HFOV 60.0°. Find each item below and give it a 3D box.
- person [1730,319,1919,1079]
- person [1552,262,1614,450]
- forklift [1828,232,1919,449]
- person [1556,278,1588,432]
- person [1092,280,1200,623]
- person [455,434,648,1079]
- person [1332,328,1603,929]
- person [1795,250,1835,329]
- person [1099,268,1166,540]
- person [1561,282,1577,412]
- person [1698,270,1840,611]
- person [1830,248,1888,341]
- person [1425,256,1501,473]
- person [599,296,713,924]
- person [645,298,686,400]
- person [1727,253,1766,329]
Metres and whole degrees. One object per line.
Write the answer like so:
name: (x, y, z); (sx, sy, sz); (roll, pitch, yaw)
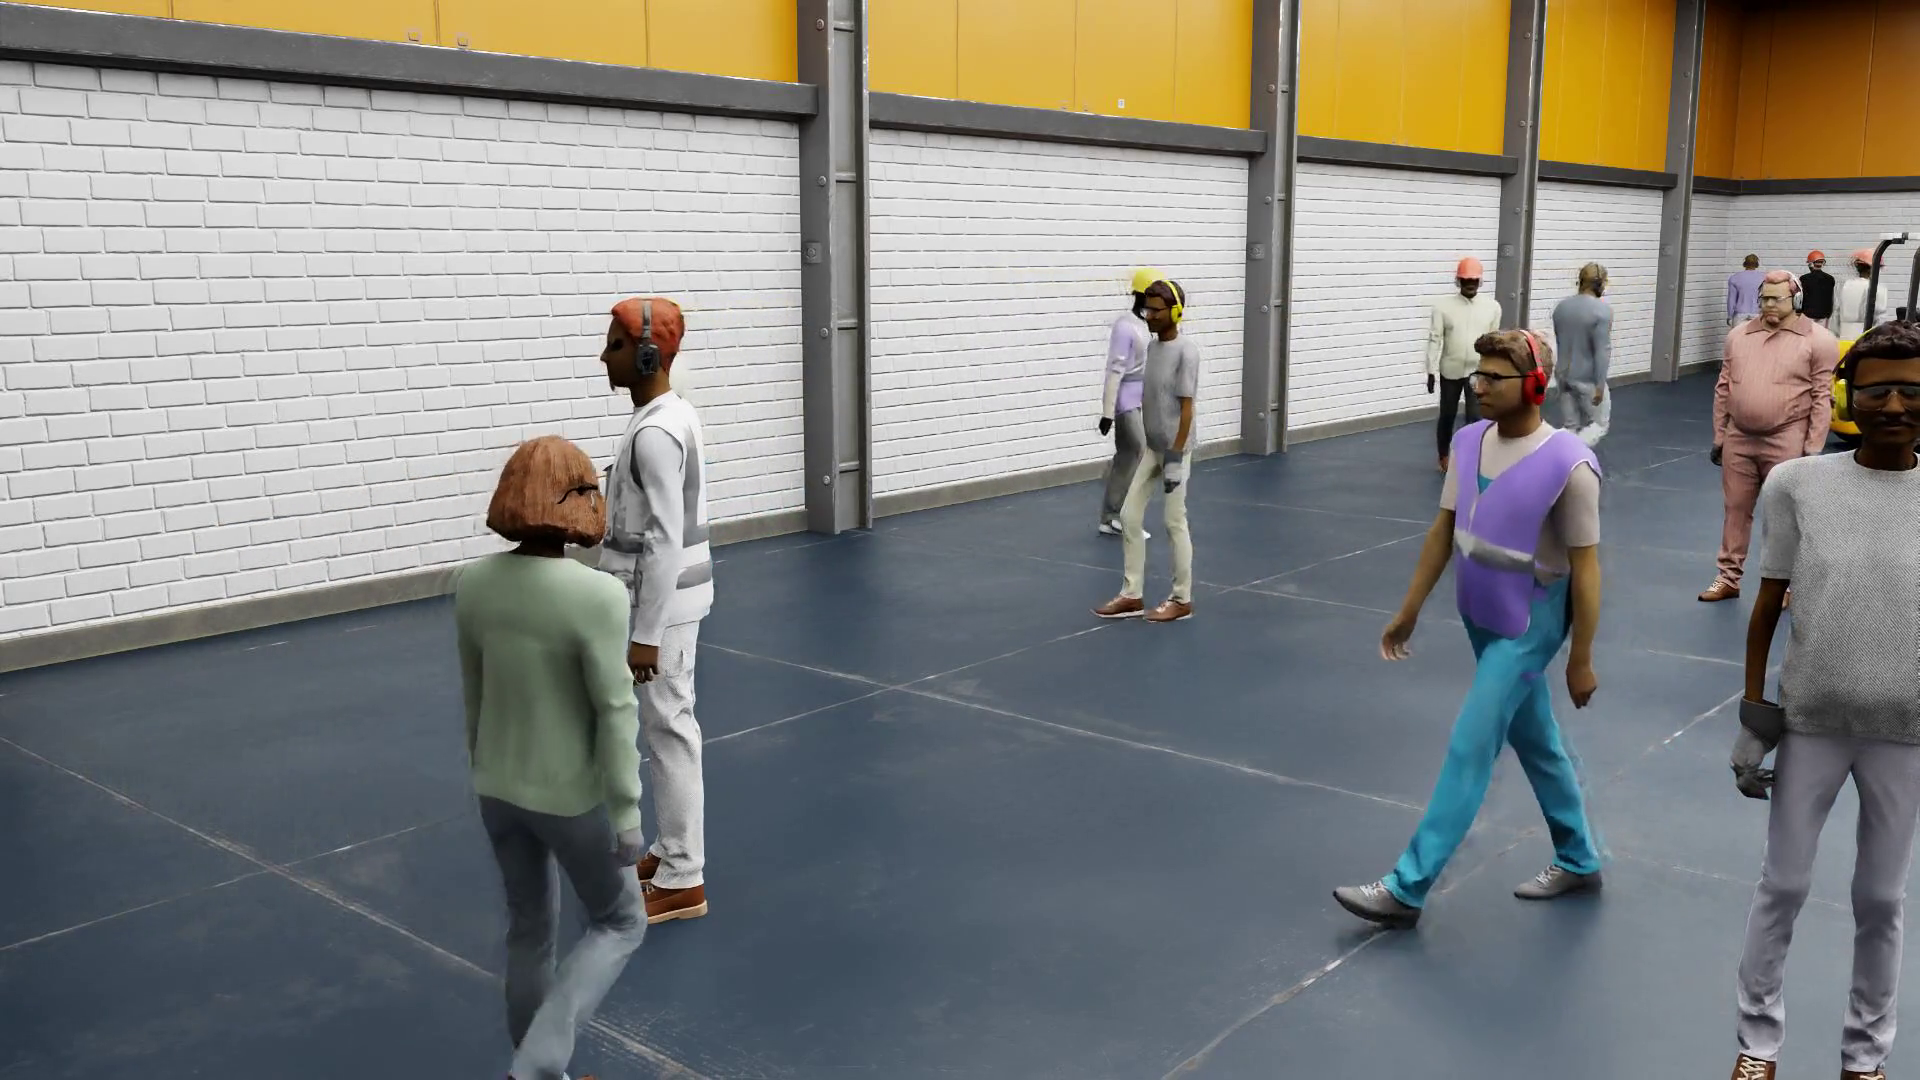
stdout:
person: (2.044, 0.440, 3.779); (0.520, 1.873, 0.328); (4, 11, 19)
person: (5.021, -1.287, 13.489); (0.504, 1.920, 0.628); (-5, 11, -25)
forklift: (9.955, -1.972, 16.595); (2.313, 2.155, 1.214); (1, 10, 8)
person: (6.745, -1.990, 17.981); (0.433, 1.753, 0.531); (-6, 12, -30)
person: (1.006, -0.453, 8.905); (0.644, 1.851, 0.569); (-4, 11, -23)
person: (-0.935, 0.582, 3.689); (0.517, 1.620, 0.406); (6, 11, 29)
person: (1.600, 0.270, 4.976); (0.988, 1.791, 0.564); (-2, 10, -14)
person: (13.157, -3.461, 25.673); (0.614, 1.988, 0.403); (-2, 10, -11)
person: (1.217, -0.940, 11.591); (0.576, 1.894, 0.591); (3, 11, 19)
person: (7.647, -2.400, 20.478); (0.530, 1.686, 0.321); (3, 10, 18)
person: (4.537, -0.557, 9.369); (0.407, 1.906, 0.638); (-9, 13, -41)
person: (9.929, -2.178, 18.257); (0.679, 2.016, 0.626); (-3, 10, -16)
person: (4.398, -1.502, 14.595); (0.631, 1.962, 0.941); (1, 10, 8)
person: (-0.925, 0.213, 5.039); (0.355, 1.884, 0.576); (-1, 10, -8)
person: (-1.649, -0.452, 9.189); (0.362, 1.757, 0.565); (-2, 10, -11)
person: (12.492, -3.564, 26.389); (0.631, 1.940, 0.372); (3, 10, 17)
